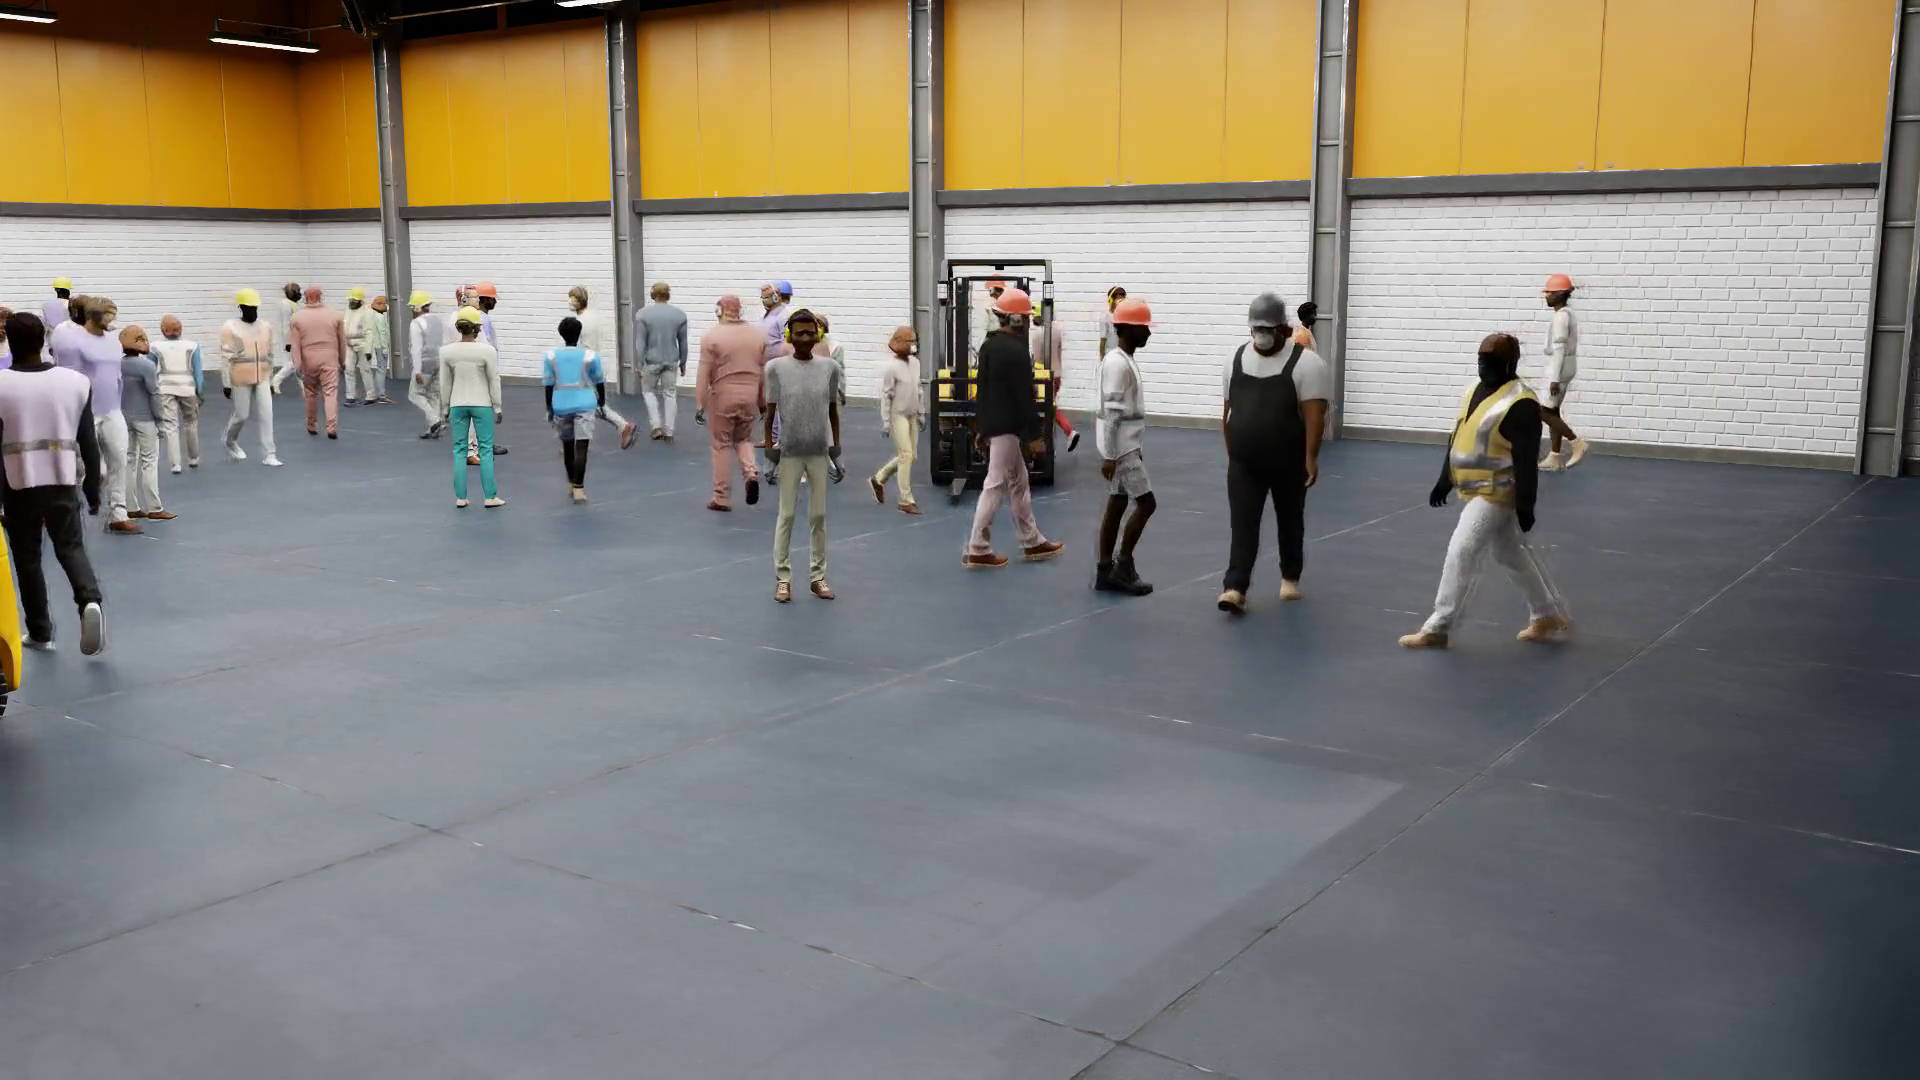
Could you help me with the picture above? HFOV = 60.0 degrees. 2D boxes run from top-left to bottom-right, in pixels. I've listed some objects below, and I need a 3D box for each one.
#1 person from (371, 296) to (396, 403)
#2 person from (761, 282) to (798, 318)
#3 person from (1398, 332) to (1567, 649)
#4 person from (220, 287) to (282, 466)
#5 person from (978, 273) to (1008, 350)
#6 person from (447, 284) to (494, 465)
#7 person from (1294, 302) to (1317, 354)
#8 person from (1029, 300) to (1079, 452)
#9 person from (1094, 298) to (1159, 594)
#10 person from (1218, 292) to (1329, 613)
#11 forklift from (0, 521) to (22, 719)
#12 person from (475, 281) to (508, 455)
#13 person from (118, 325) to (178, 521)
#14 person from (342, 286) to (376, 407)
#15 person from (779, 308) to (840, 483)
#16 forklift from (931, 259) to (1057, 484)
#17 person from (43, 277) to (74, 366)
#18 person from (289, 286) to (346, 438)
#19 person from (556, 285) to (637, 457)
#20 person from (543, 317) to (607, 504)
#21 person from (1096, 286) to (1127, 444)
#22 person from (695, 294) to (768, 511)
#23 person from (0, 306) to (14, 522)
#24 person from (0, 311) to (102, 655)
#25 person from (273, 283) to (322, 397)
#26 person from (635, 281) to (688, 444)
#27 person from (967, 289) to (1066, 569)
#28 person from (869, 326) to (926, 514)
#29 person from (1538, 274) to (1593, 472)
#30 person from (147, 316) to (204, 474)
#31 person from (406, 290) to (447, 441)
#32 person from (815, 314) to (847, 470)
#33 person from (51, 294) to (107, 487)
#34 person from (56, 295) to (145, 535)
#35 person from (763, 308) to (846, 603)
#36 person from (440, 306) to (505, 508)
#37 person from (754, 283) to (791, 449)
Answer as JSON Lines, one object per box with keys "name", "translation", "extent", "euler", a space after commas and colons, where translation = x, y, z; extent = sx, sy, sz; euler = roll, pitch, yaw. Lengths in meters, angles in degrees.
{"name": "person", "translation": [-8.825, -2.913, 25.421], "extent": [0.265, 1.632, 0.509], "euler": [-5, 11, -26]}
{"name": "person", "translation": [-2.218, -2.327, 21.171], "extent": [0.611, 1.885, 1.002], "euler": [2, 10, 13]}
{"name": "person", "translation": [2.987, -0.265, 9.223], "extent": [0.978, 1.787, 0.631], "euler": [0, 10, -3]}
{"name": "person", "translation": [-7.580, -1.730, 17.634], "extent": [0.841, 1.894, 0.612], "euler": [7, 12, 36]}
{"name": "person", "translation": [0.447, -2.508, 21.936], "extent": [0.395, 1.994, 0.612], "euler": [4, 10, 25]}
{"name": "person", "translation": [-5.193, -1.753, 17.691], "extent": [0.408, 1.913, 0.642], "euler": [-1, 10, -5]}
{"name": "person", "translation": [3.994, -1.927, 19.386], "extent": [0.323, 1.689, 0.530], "euler": [2, 10, 12]}
{"name": "person", "translation": [0.990, -1.758, 18.247], "extent": [0.502, 1.739, 0.525], "euler": [7, 12, 34]}
{"name": "person", "translation": [1.120, -0.599, 10.777], "extent": [0.548, 1.919, 0.586], "euler": [2, 10, 10]}
{"name": "person", "translation": [1.928, -0.579, 10.312], "extent": [0.698, 2.000, 1.050], "euler": [5, 11, 26]}
{"name": "forklift", "translation": [-5.296, -0.090, 6.943], "extent": [1.214, 2.155, 2.313], "euler": [7, 12, 35]}
{"name": "person", "translation": [-5.283, -1.919, 18.602], "extent": [0.370, 1.933, 0.553], "euler": [-5, 11, -25]}
{"name": "person", "translation": [-6.823, -0.969, 13.839], "extent": [0.497, 1.636, 0.286], "euler": [3, 10, 20]}
{"name": "person", "translation": [-8.863, -2.835, 24.496], "extent": [0.619, 1.787, 0.664], "euler": [5, 11, 27]}
{"name": "person", "translation": [-1.486, -1.363, 15.928], "extent": [0.529, 1.725, 0.895], "euler": [-6, 11, -34]}
{"name": "forklift", "translation": [0.370, -1.738, 16.759], "extent": [1.214, 2.155, 2.313], "euler": [1, 10, 3]}
{"name": "person", "translation": [-13.111, -2.887, 24.390], "extent": [0.595, 1.925, 0.371], "euler": [2, 10, 12]}
{"name": "person", "translation": [-7.866, -2.181, 20.428], "extent": [0.643, 1.856, 1.012], "euler": [-4, 10, -23]}
{"name": "person", "translation": [-4.041, -1.852, 18.336], "extent": [0.816, 1.904, 0.630], "euler": [-1, 10, -8]}
{"name": "person", "translation": [-3.465, -1.183, 15.046], "extent": [0.534, 1.655, 0.818], "euler": [1, 10, 4]}
{"name": "person", "translation": [1.802, -2.042, 19.573], "extent": [0.336, 1.859, 0.512], "euler": [6, 11, 31]}
{"name": "person", "translation": [-1.953, -1.186, 14.405], "extent": [0.720, 1.875, 0.490], "euler": [-7, 12, -34]}
{"name": "person", "translation": [-7.830, -1.001, 13.571], "extent": [0.602, 1.790, 0.857], "euler": [-9, 13, -43]}
{"name": "person", "translation": [-4.985, -0.297, 9.069], "extent": [0.805, 1.895, 0.601], "euler": [9, 13, 43]}
{"name": "person", "translation": [-10.627, -3.170, 26.416], "extent": [0.804, 1.819, 0.631], "euler": [-1, 10, -6]}
{"name": "person", "translation": [-3.545, -2.101, 19.729], "extent": [0.650, 1.917, 0.524], "euler": [-5, 11, -26]}
{"name": "person", "translation": [0.444, -0.773, 11.709], "extent": [0.927, 1.953, 0.643], "euler": [-4, 10, -22]}
{"name": "person", "translation": [-0.543, -1.040, 14.335], "extent": [0.606, 1.616, 0.510], "euler": [6, 11, 32]}
{"name": "person", "translation": [6.126, -1.686, 16.936], "extent": [0.537, 2.028, 0.624], "euler": [4, 10, 24]}
{"name": "person", "translation": [-8.068, -1.497, 17.122], "extent": [0.523, 1.588, 0.866], "euler": [-4, 10, -25]}
{"name": "person", "translation": [-6.373, -2.074, 19.896], "extent": [0.418, 1.817, 0.592], "euler": [3, 10, 20]}
{"name": "person", "translation": [-1.424, -1.510, 17.100], "extent": [0.537, 1.616, 0.470], "euler": [-1, 10, -6]}
{"name": "person", "translation": [-8.389, -1.437, 16.014], "extent": [0.429, 1.842, 0.636], "euler": [2, 10, 12]}
{"name": "person", "translation": [-6.917, -0.986, 13.185], "extent": [0.859, 1.898, 0.652], "euler": [3, 10, 19]}
{"name": "person", "translation": [-0.990, -0.535, 10.574], "extent": [0.535, 1.864, 0.309], "euler": [-3, 10, -18]}
{"name": "person", "translation": [-4.273, -1.158, 14.584], "extent": [0.533, 1.765, 0.330], "euler": [0, 10, 3]}
{"name": "person", "translation": [-2.144, -1.974, 19.031], "extent": [0.405, 1.904, 0.636], "euler": [-5, 11, -29]}
